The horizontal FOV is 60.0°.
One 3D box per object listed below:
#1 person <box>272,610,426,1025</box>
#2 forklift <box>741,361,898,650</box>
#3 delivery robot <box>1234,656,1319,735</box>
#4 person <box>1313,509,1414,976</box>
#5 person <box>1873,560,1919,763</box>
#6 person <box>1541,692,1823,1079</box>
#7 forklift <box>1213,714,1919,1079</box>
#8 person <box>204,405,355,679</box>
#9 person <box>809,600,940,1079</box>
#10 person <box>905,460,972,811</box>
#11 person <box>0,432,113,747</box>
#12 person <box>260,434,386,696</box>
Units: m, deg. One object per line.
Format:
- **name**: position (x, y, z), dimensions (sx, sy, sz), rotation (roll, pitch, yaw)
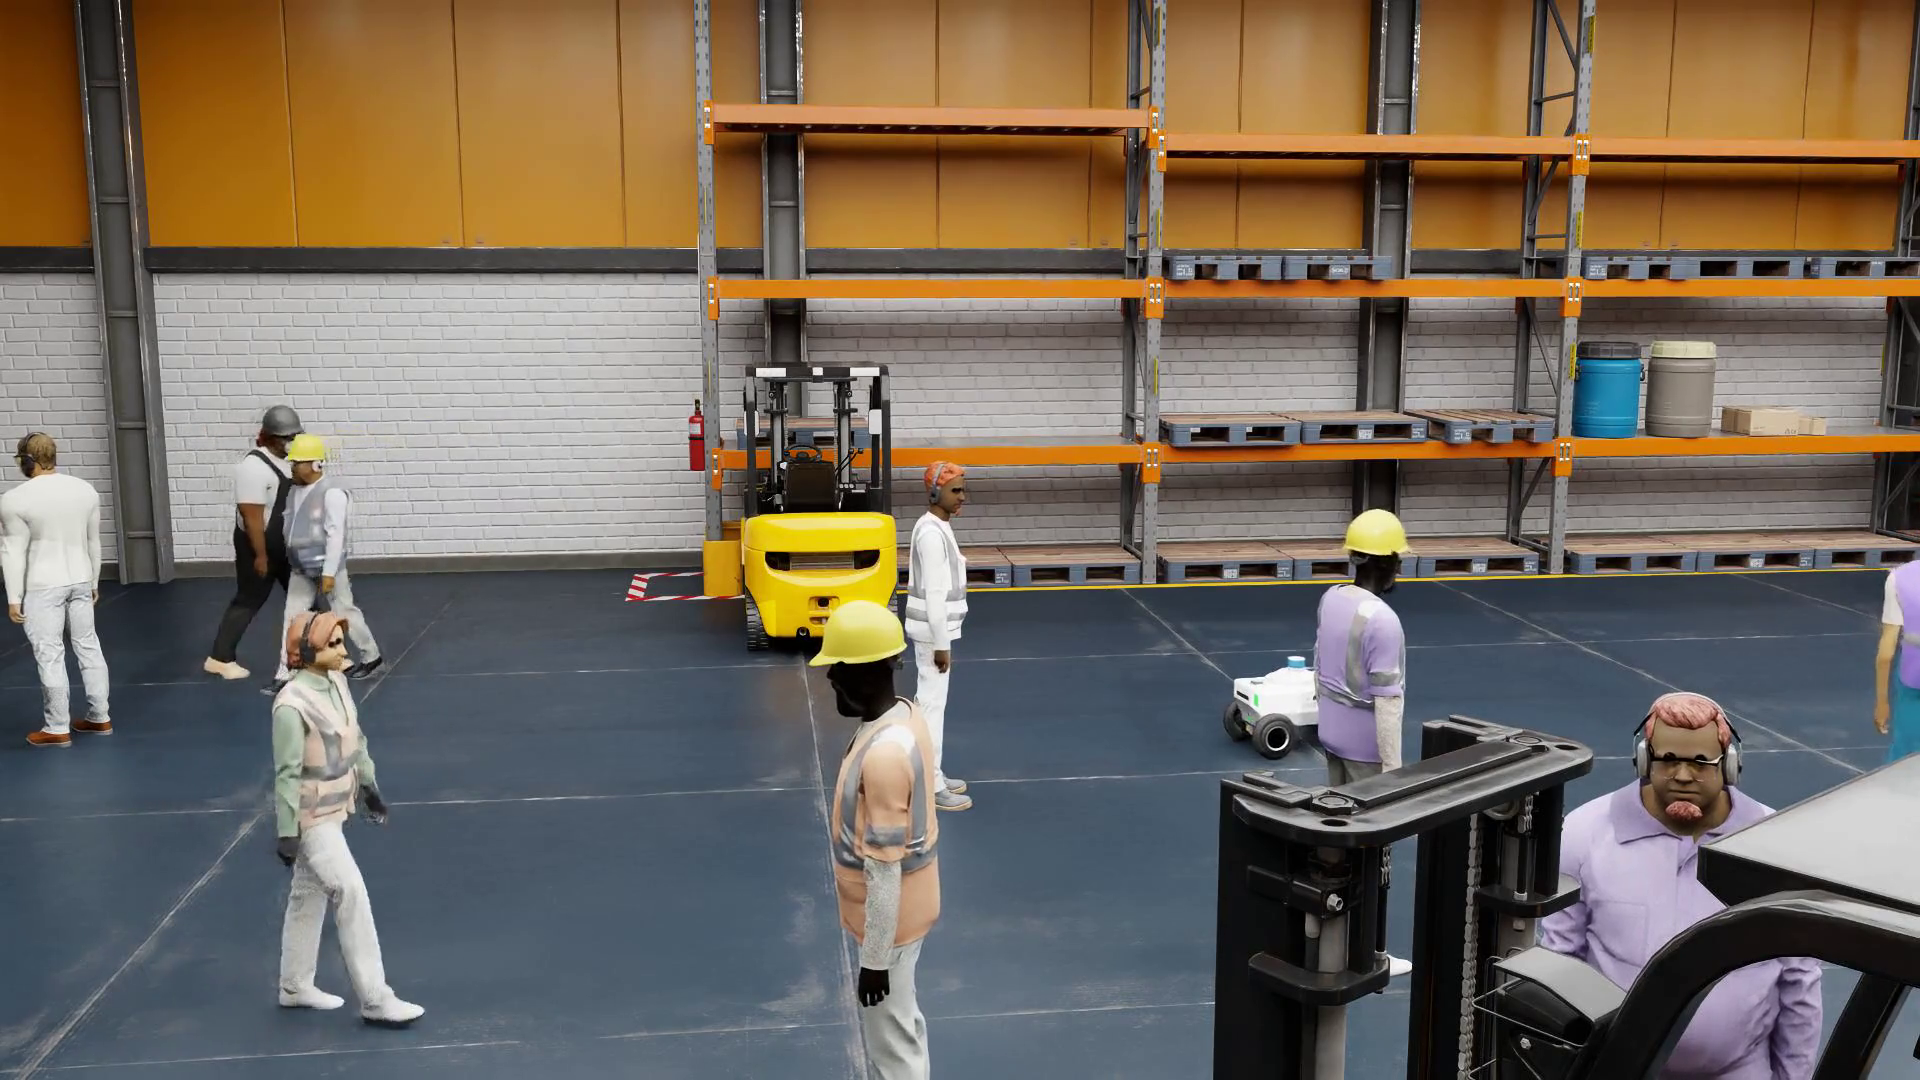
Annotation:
- **person**: position (-2.353, 1.067, 6.406), dimensions (0.729, 1.613, 0.519), rotation (0, 9, -3)
- **forklift**: position (-1.154, -0.340, 13.365), dimensions (1.214, 2.155, 2.313), rotation (-1, 9, -7)
- **delivery robot**: position (2.042, 0.952, 10.109), dimensions (0.707, 0.478, 0.477), rotation (-2, 9, -14)
- **person**: position (1.680, 0.829, 6.896), dimensions (0.373, 1.925, 0.595), rotation (-2, 9, -13)
- **person**: position (4.682, 0.727, 7.925), dimensions (0.593, 1.842, 0.626), rotation (3, 10, 17)
- **person**: position (1.738, 1.299, 4.072), dimensions (0.647, 1.901, 0.402), rotation (3, 10, 21)
- **forklift**: position (1.441, 1.425, 2.350), dimensions (1.214, 2.155, 2.313), rotation (-7, 12, -39)
- **person**: position (-4.893, -0.010, 11.782), dimensions (1.039, 2.000, 0.725), rotation (2, 9, 11)
- **person**: position (-0.254, 1.129, 5.061), dimensions (0.388, 1.919, 0.586), rotation (0, 9, -1)
- **person**: position (-0.118, 0.509, 9.030), dimensions (0.360, 1.884, 0.574), rotation (0, 9, -1)
- **person**: position (-5.553, 0.301, 10.209), dimensions (0.377, 1.931, 0.628), rotation (4, 10, 25)
- **person**: position (-4.438, 0.153, 11.572), dimensions (0.599, 1.798, 0.915), rotation (6, 11, 31)
